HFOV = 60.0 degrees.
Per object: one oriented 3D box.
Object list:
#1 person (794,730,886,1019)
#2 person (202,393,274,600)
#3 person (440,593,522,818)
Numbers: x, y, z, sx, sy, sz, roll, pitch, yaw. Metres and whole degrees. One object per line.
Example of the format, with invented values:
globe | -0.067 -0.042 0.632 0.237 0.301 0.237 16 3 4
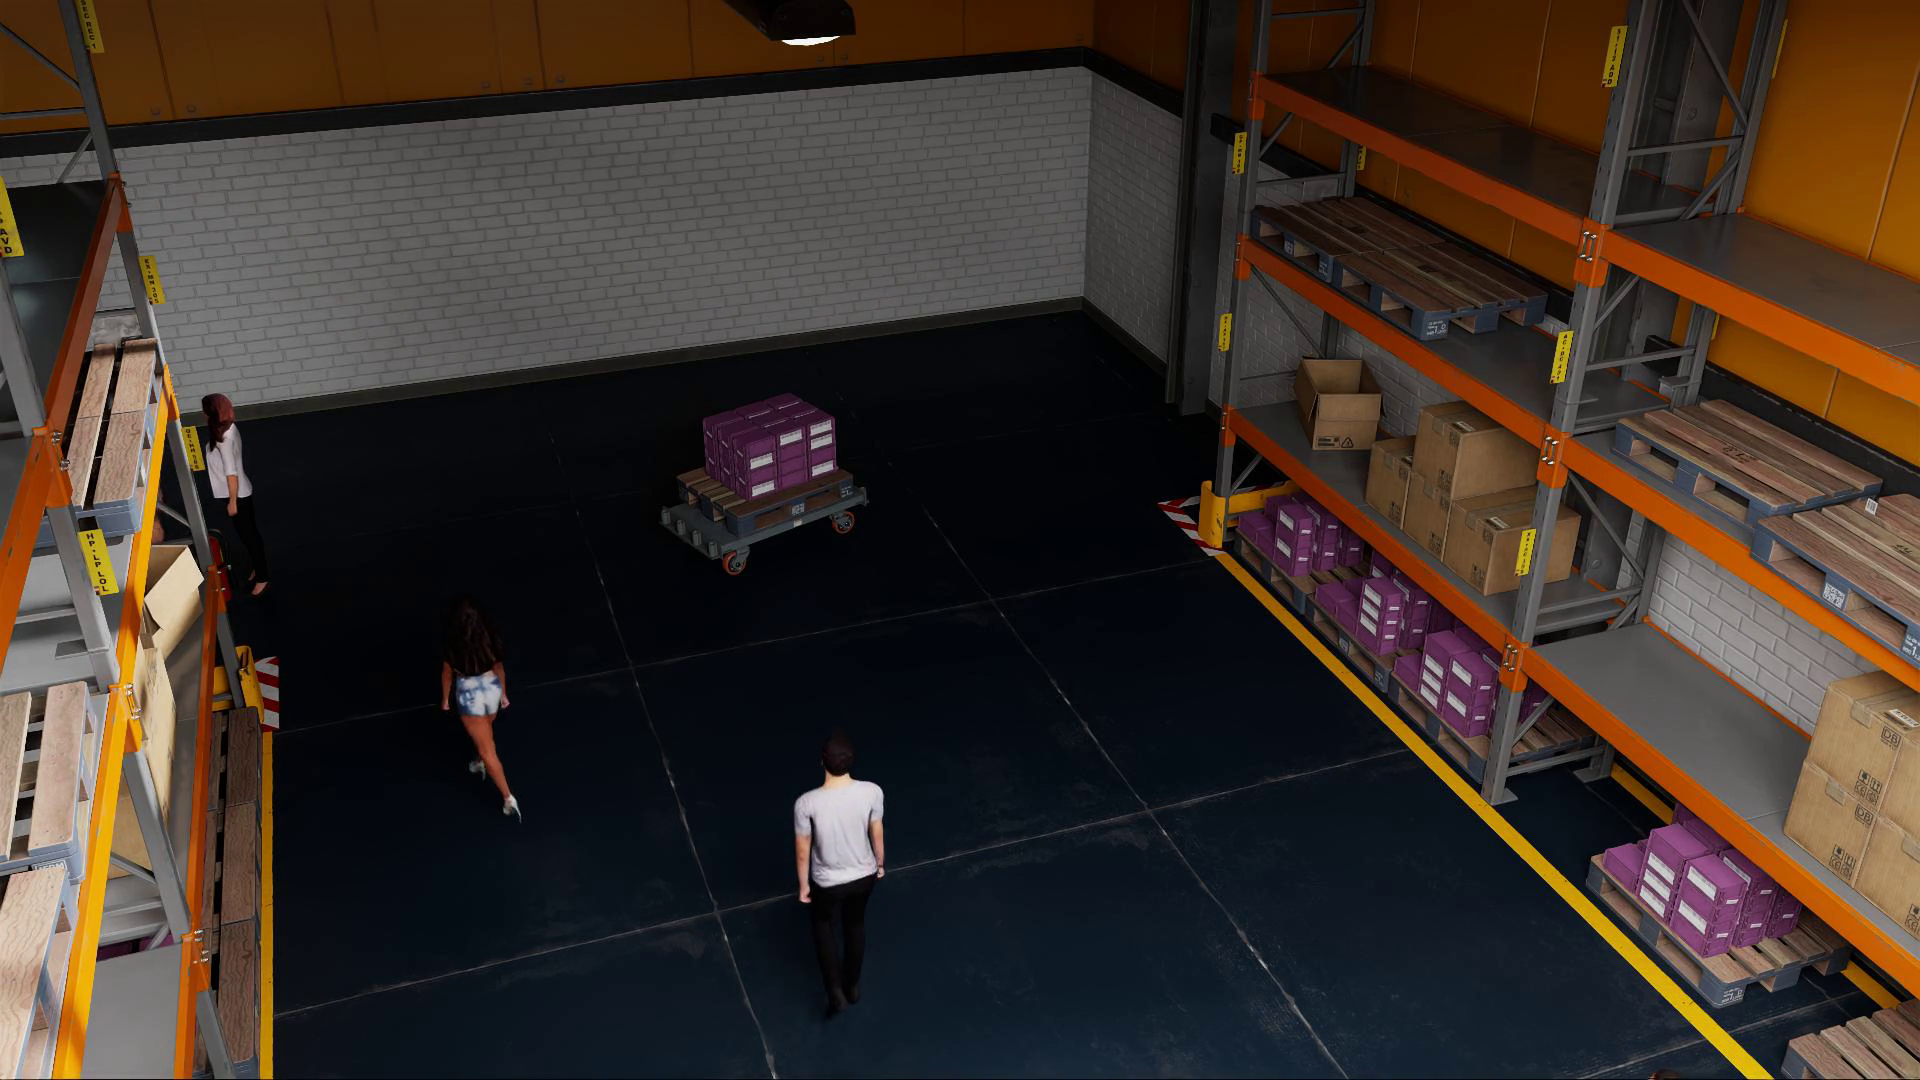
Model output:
person | -0.645 1.930 9.285 0.715 1.848 0.847 -7 29 -12
person | -5.884 -0.368 13.552 0.679 1.795 0.462 -12 31 -21
person | -3.158 1.130 11.027 1.089 1.584 0.848 25 37 38
